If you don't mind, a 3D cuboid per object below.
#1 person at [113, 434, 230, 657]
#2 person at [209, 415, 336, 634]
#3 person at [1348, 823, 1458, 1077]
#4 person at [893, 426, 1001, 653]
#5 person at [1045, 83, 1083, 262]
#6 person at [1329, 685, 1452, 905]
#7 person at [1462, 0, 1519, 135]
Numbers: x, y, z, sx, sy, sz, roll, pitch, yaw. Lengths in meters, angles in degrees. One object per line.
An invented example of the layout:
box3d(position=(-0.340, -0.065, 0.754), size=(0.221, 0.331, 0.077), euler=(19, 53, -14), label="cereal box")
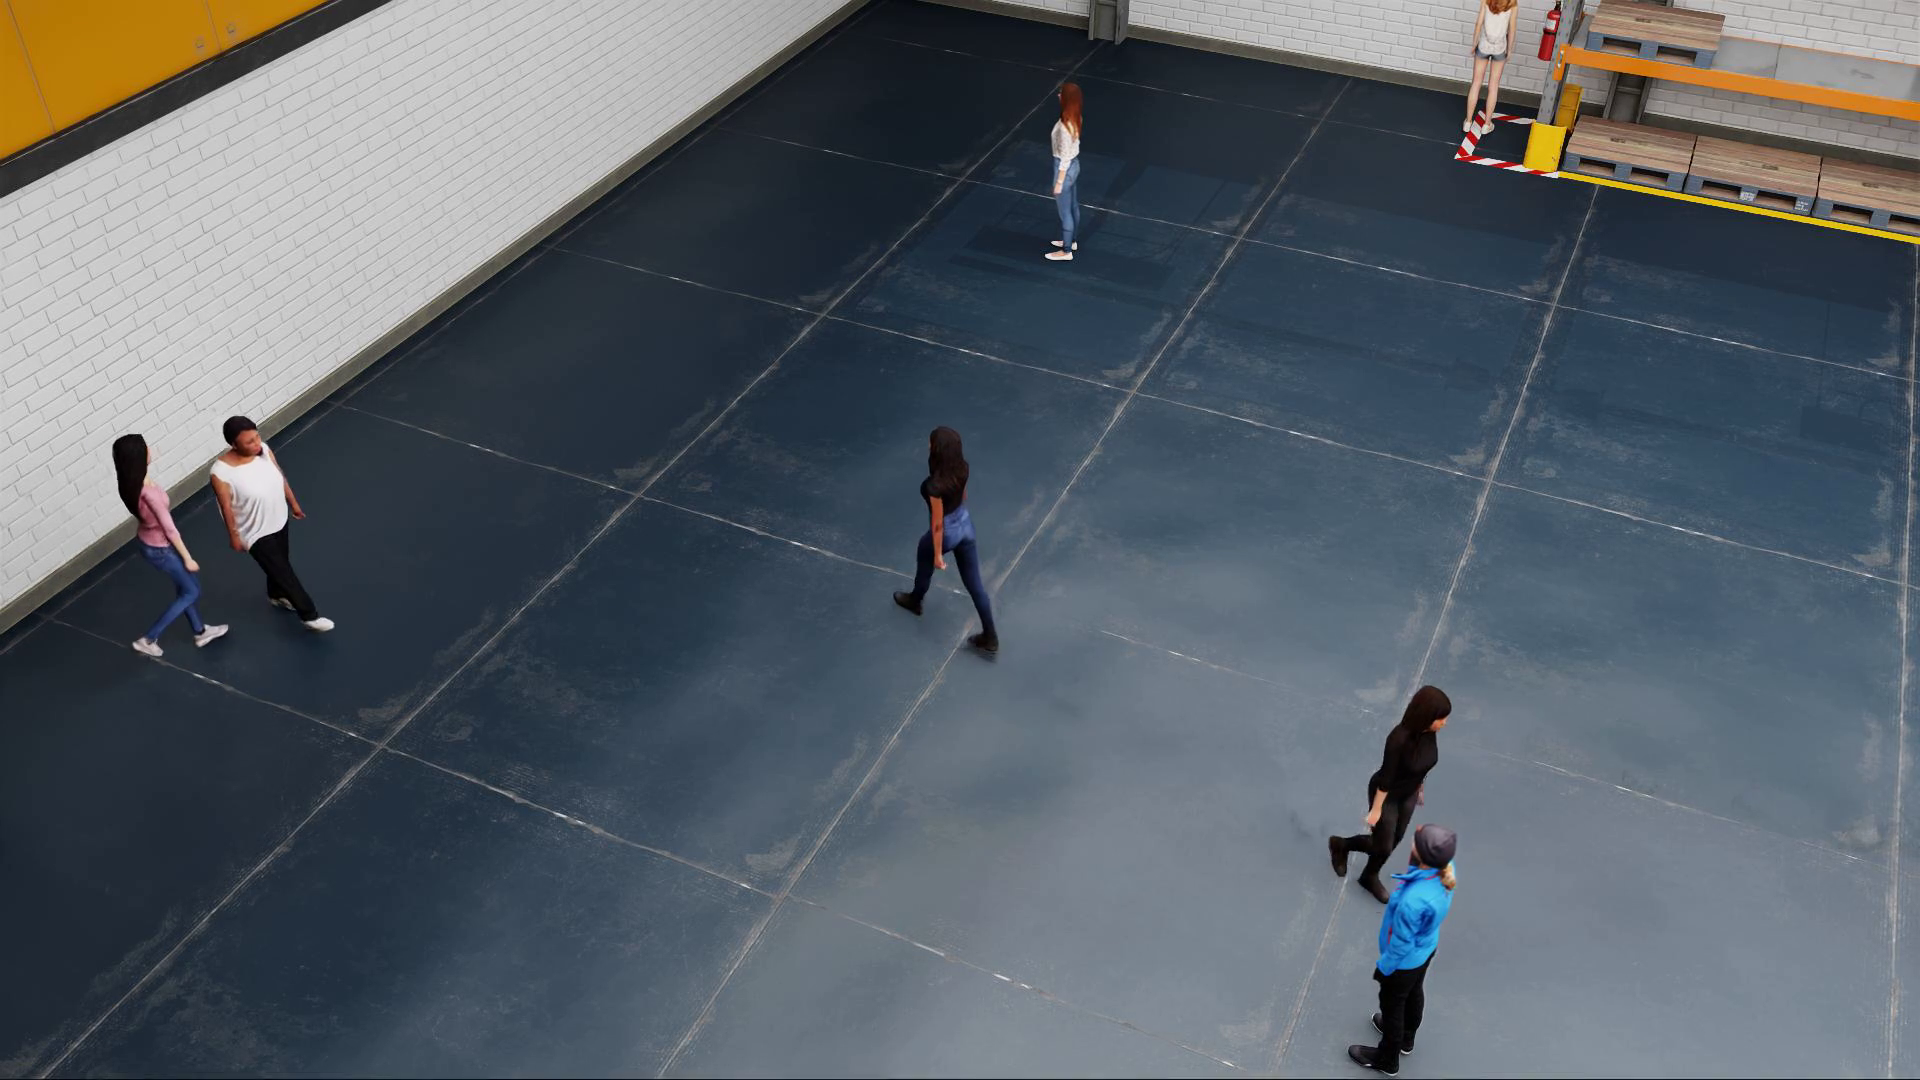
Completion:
box3d(position=(-5.361, 0.085, 11.059), size=(0.836, 1.734, 0.885), euler=(-27, 46, -29), label="person")
box3d(position=(-4.810, -0.142, 11.396), size=(0.933, 1.669, 0.712), euler=(13, 40, 16), label="person")
box3d(position=(2.295, 2.095, 8.492), size=(0.614, 1.797, 0.672), euler=(29, 47, 31), label="person")
box3d(position=(0.009, 0.038, 11.154), size=(1.238, 1.688, 0.825), euler=(29, 47, 31), label="person")
box3d(position=(1.000, -3.426, 15.460), size=(0.531, 1.728, 0.591), euler=(12, 40, 15), label="person")
box3d(position=(2.417, 1.402, 9.495), size=(0.753, 1.628, 0.827), euler=(-22, 44, -25), label="person")
box3d(position=(5.627, -5.167, 17.616), size=(0.437, 1.757, 0.618), euler=(16, 41, 19), label="person")
